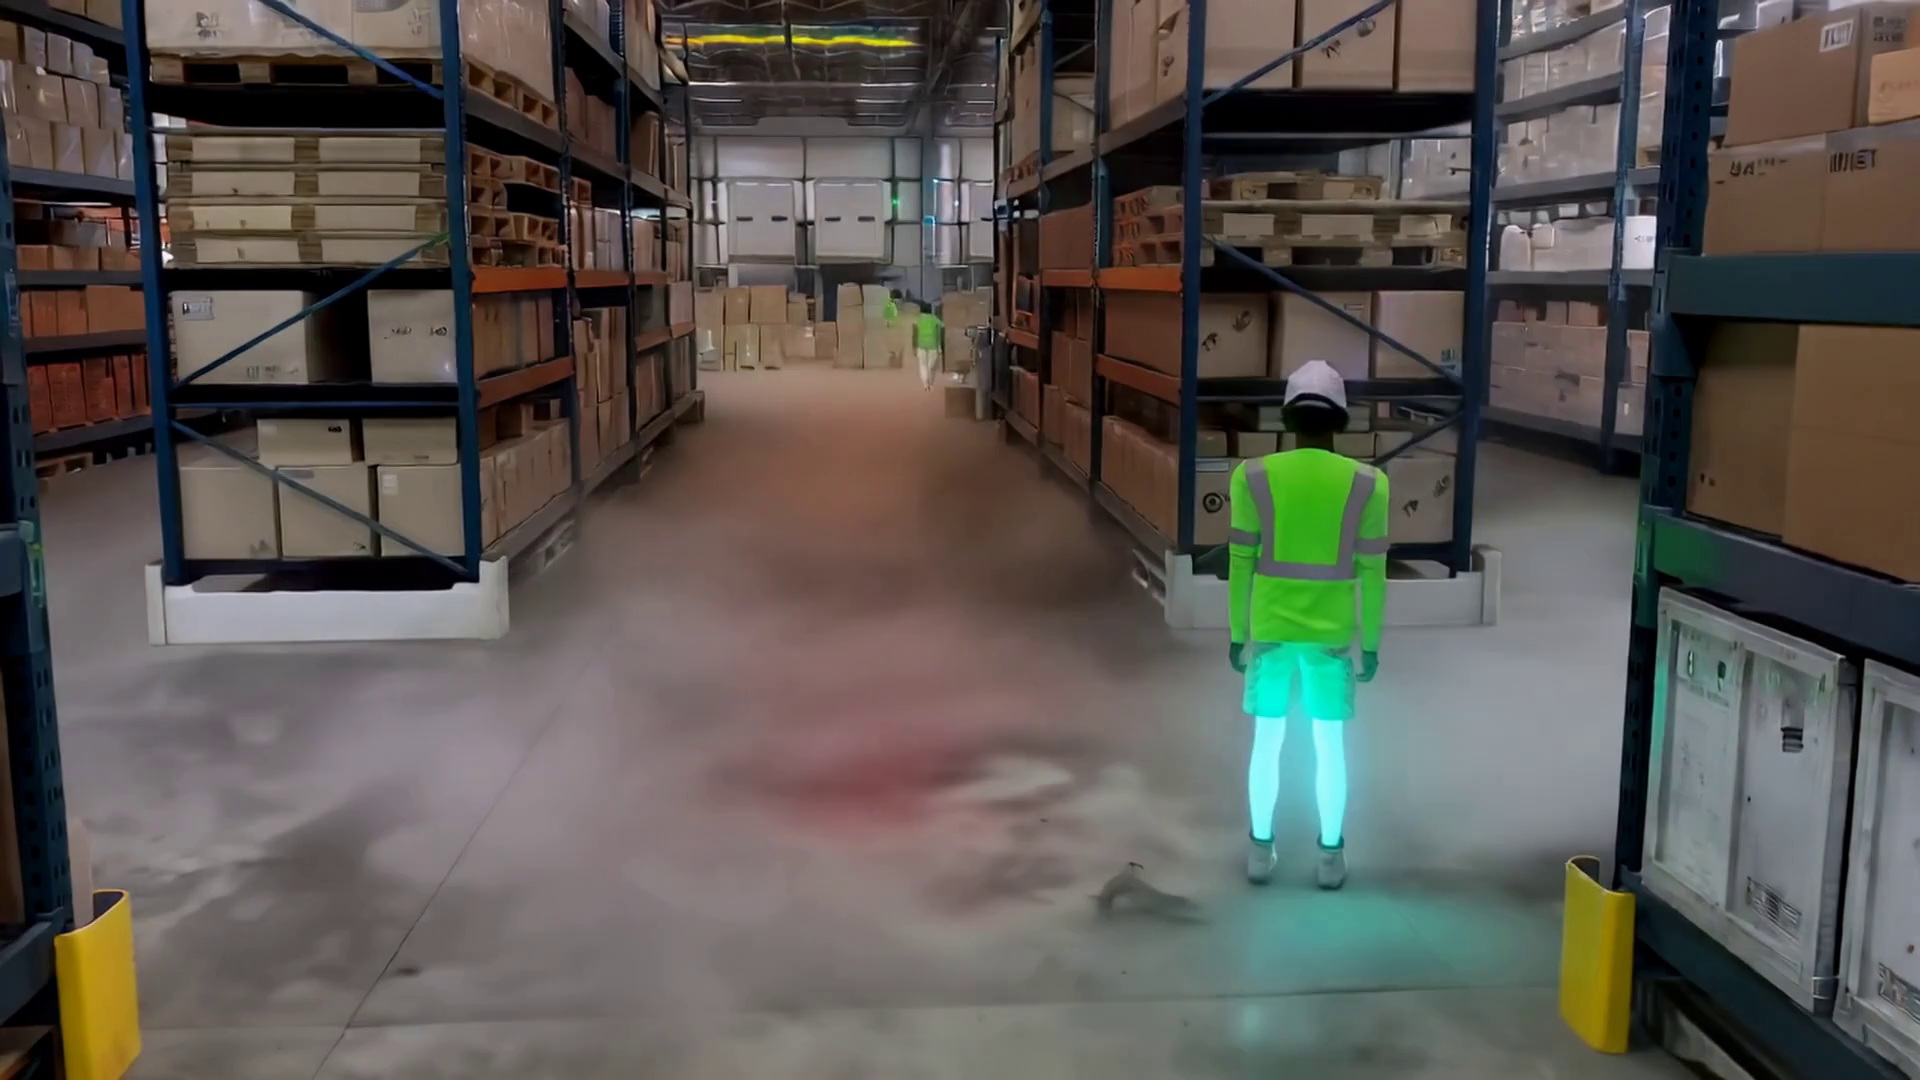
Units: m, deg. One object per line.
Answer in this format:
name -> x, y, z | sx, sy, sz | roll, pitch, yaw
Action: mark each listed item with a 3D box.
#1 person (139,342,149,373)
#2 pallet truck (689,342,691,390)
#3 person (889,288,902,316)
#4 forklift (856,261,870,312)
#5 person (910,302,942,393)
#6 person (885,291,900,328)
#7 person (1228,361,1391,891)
person -> -15.402, -3.478, 31.372 | 0.317, 1.695, 0.540 | -3, 10, -21
pallet truck -> -5.225, -3.008, 27.480 | 1.885, 1.965, 0.823 | 2, 9, 14
person -> -2.310, -7.828, 57.979 | 0.634, 1.930, 0.384 | 3, 10, 20
forklift -> -3.172, -7.833, 55.014 | 1.873, 2.768, 1.129 | -1, 9, -8
person -> -0.673, -3.892, 33.623 | 0.654, 1.809, 0.765 | 1, 9, 4
person -> -1.759, -5.867, 45.697 | 0.760, 1.908, 0.643 | 0, 9, 2
person -> 1.330, 0.332, 6.418 | 0.601, 2.035, 0.407 | 2, 9, 11
